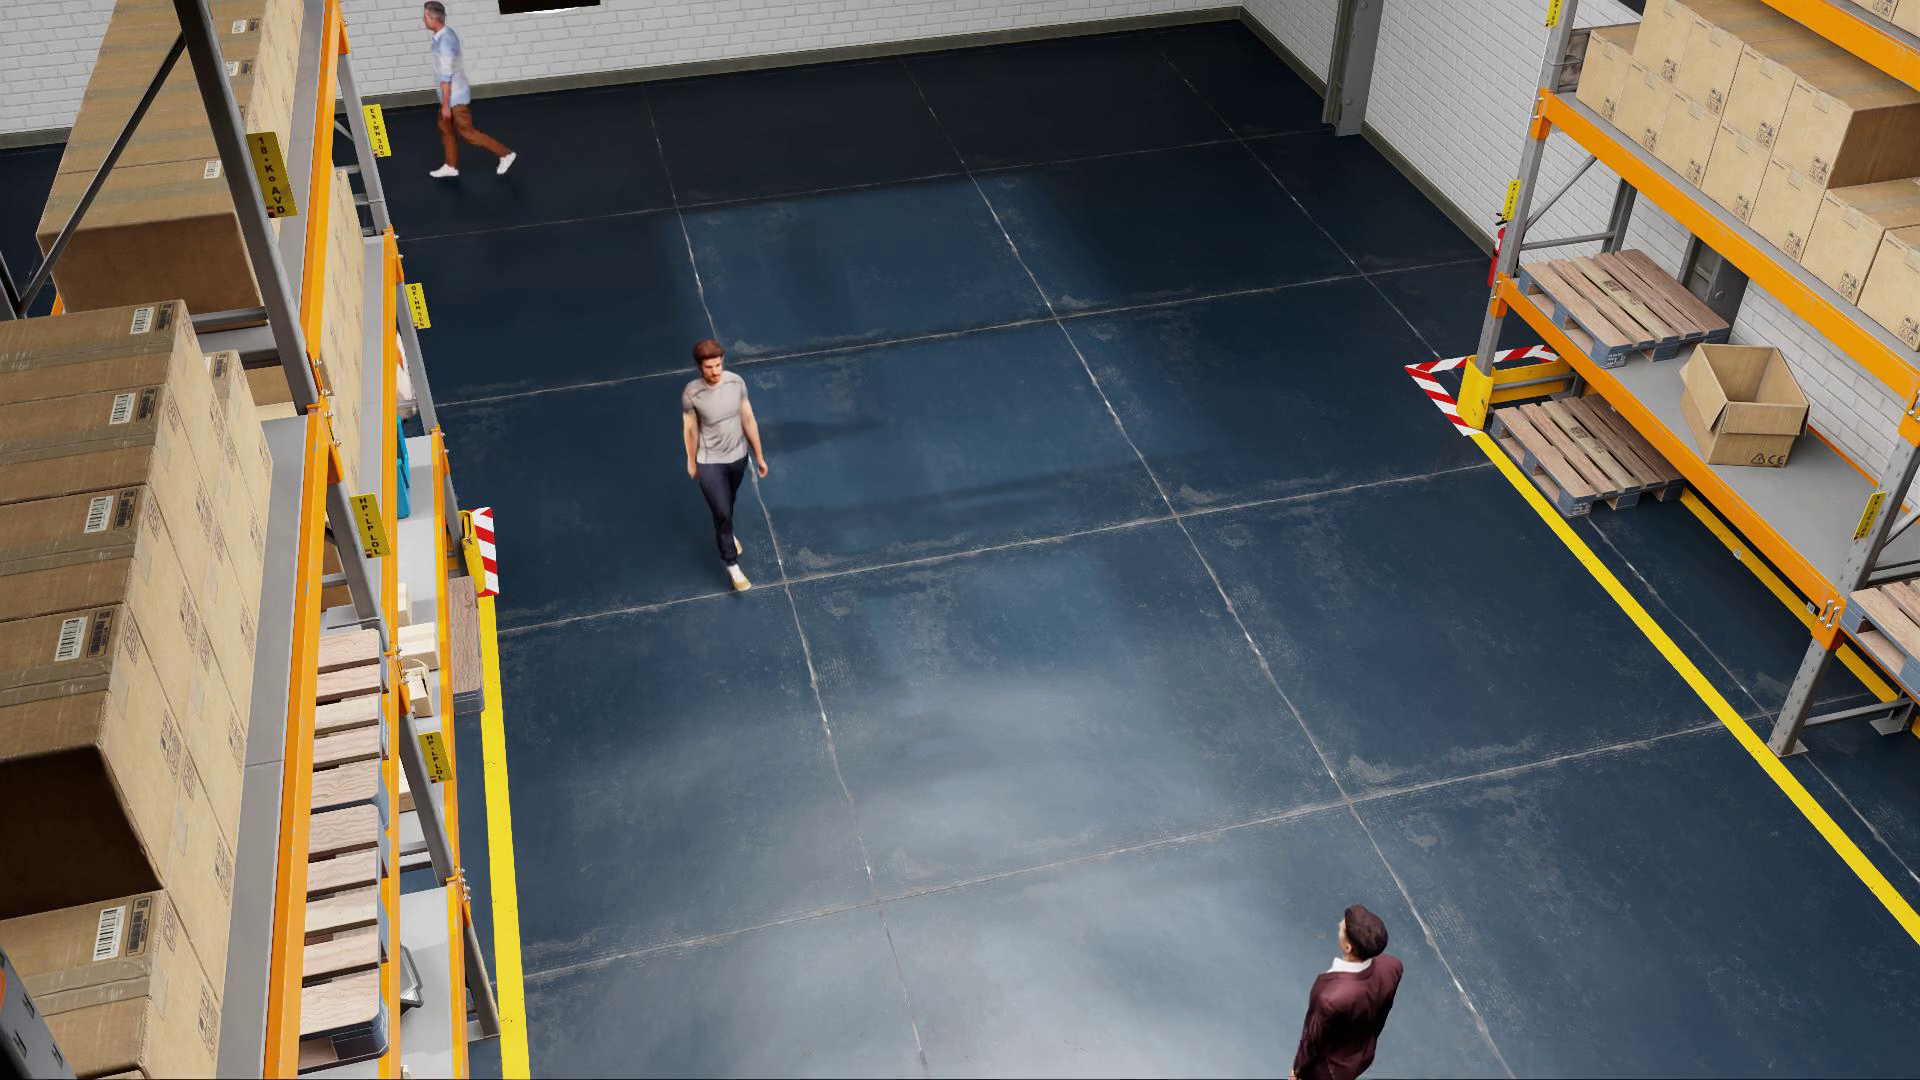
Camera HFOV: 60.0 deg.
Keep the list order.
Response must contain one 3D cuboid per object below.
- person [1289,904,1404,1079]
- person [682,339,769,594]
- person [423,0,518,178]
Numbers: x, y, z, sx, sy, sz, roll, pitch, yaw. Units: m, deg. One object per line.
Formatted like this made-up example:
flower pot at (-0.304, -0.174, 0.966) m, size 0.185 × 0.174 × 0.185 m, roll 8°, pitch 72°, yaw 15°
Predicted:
person at (1.816, 2.458, 7.823) m, size 0.924 × 1.850 × 1.106 m, roll -26°, pitch 45°, yaw -29°
person at (-1.707, -0.636, 11.688) m, size 0.848 × 1.861 × 1.136 m, roll -22°, pitch 43°, yaw -25°
person at (-4.923, -4.418, 16.472) m, size 0.768 × 1.800 × 1.047 m, roll -12°, pitch 40°, yaw -14°
